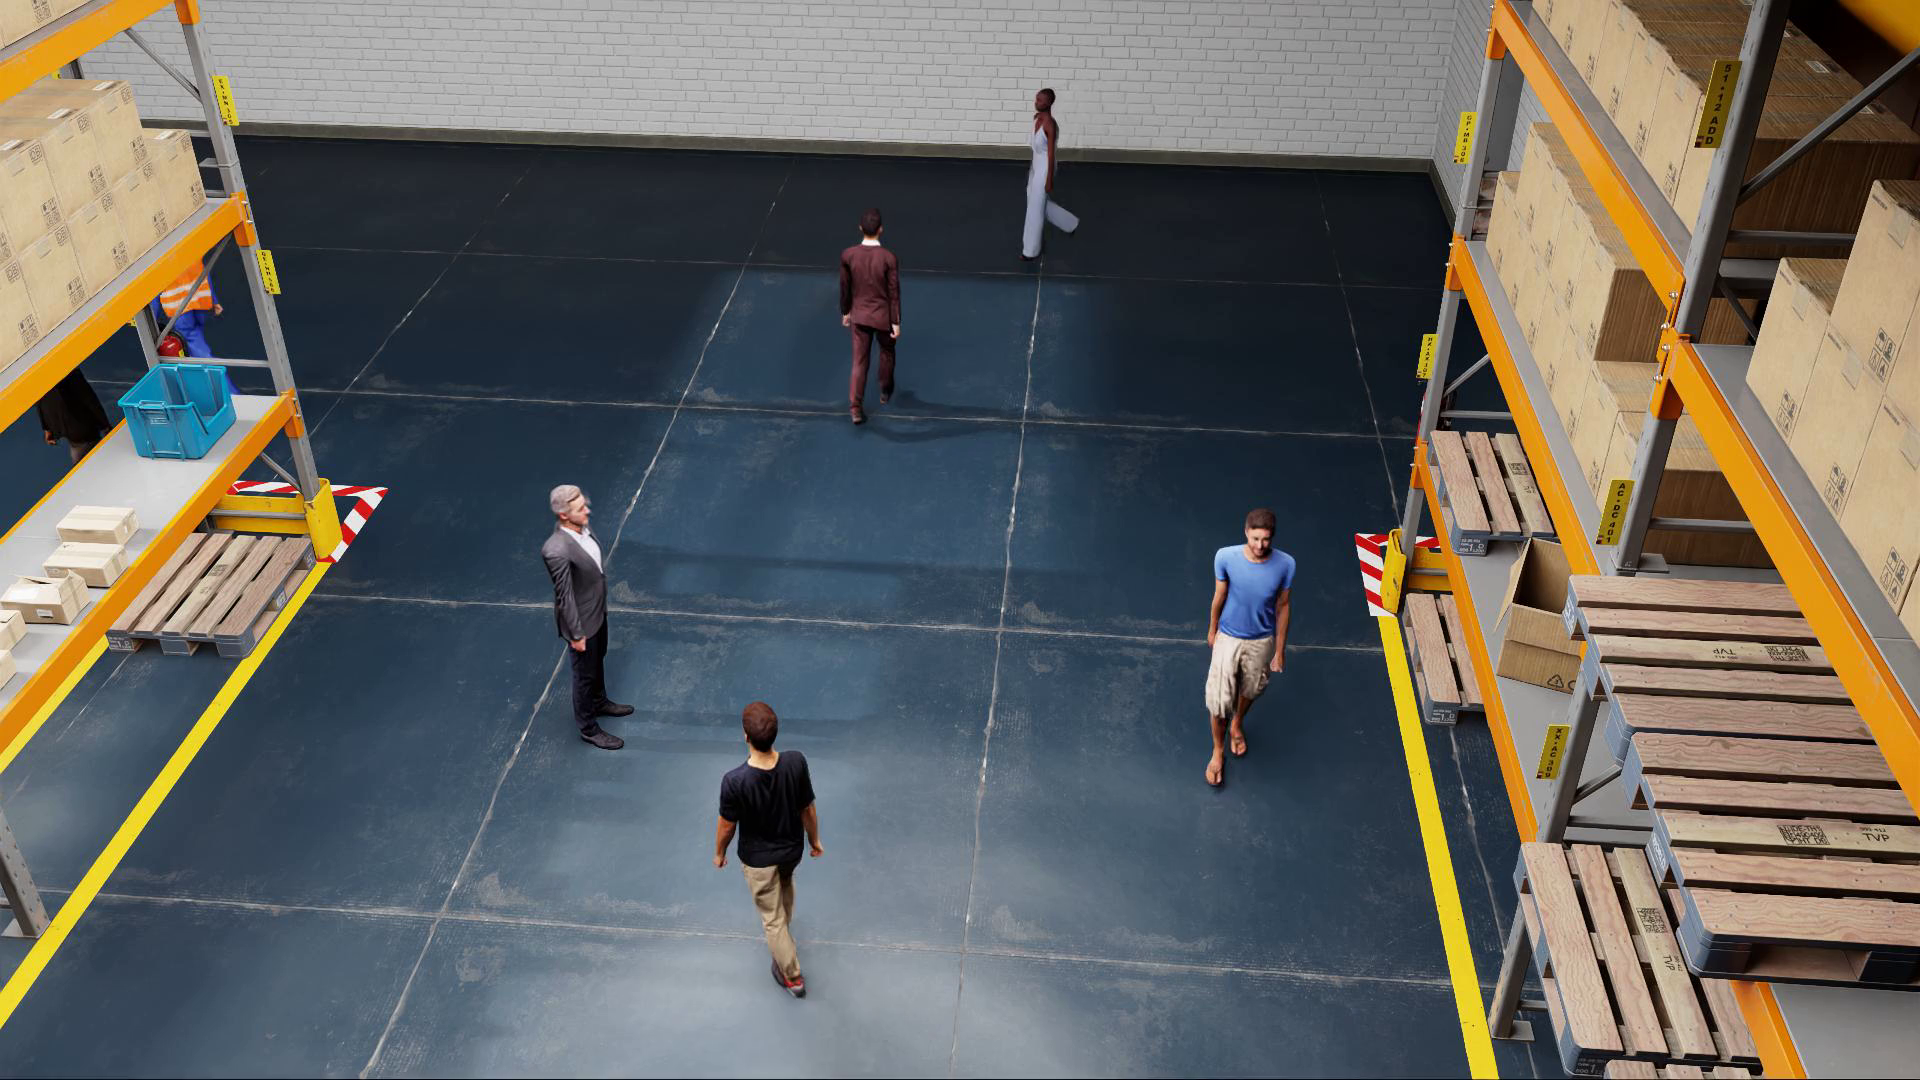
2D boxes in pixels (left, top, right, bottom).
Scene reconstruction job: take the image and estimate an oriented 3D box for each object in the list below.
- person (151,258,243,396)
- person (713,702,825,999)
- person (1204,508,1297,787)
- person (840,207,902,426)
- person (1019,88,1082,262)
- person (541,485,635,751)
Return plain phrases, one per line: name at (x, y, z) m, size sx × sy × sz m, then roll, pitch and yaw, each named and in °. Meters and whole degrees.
person at (-6.387, -1.862, 13.865) m, size 1.140 × 1.817 × 1.287 m, roll 18°, pitch 38°, yaw 25°
person at (-0.920, 1.656, 8.554) m, size 0.946 × 1.838 × 1.025 m, roll -20°, pitch 38°, yaw -27°
person at (1.753, 0.534, 10.232) m, size 0.621 × 1.848 × 0.838 m, roll 2°, pitch 34°, yaw 4°
person at (-0.749, -1.817, 13.771) m, size 0.773 × 1.845 × 1.188 m, roll 6°, pitch 34°, yaw 9°
person at (0.904, -3.649, 16.599) m, size 0.871 × 1.767 × 0.945 m, roll -11°, pitch 35°, yaw -15°
person at (-2.346, 0.446, 10.373) m, size 0.770 × 1.839 × 0.532 m, roll 2°, pitch 34°, yaw 2°
